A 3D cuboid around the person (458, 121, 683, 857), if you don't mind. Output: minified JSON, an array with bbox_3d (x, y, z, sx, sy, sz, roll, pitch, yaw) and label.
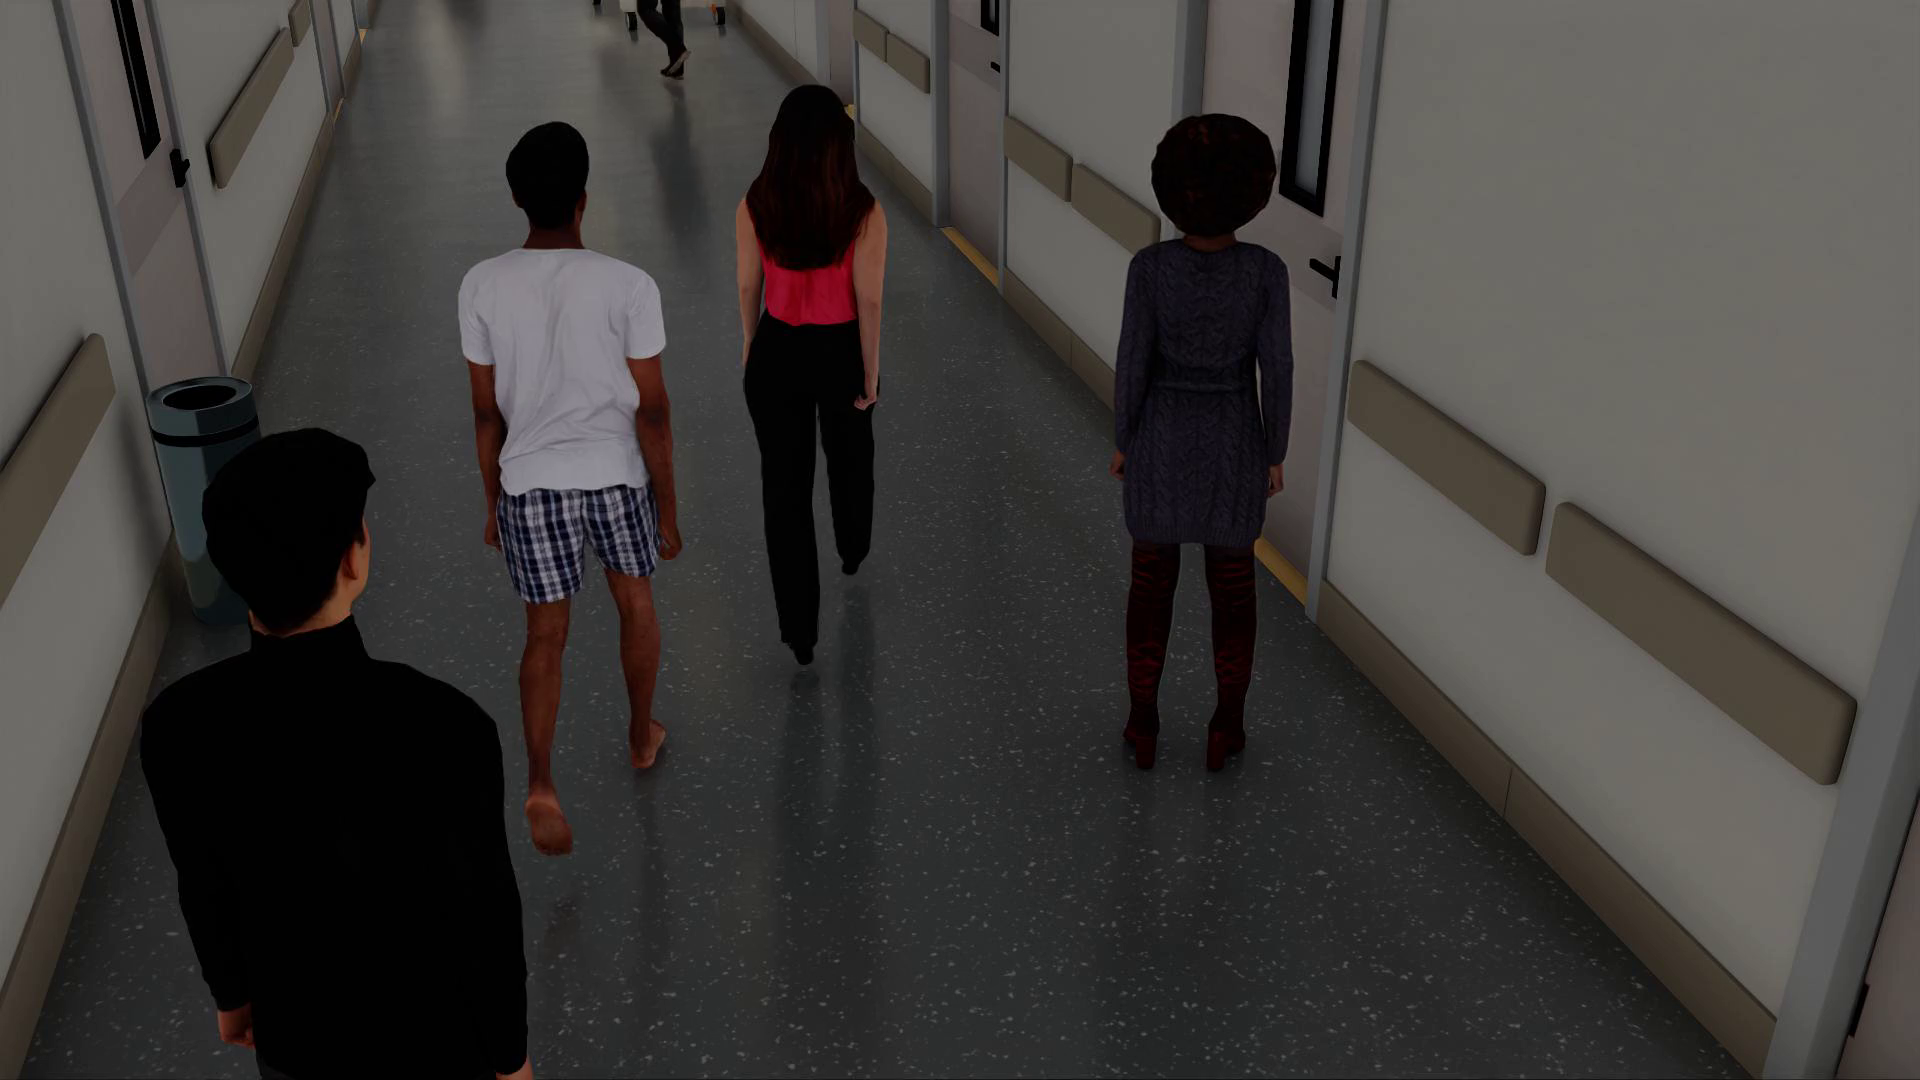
[{"bbox_3d":[-0.918,-0.069,3.920,1.000,1.705,0.837,-1,26,-2],"label":"person"}]

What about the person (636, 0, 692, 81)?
[{"bbox_3d":[-2.261,-4.485,12.975,0.892,1.793,0.826,23,34,39],"label":"person"}]

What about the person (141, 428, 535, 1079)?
[{"bbox_3d":[-0.852,0.691,2.342,1.078,1.706,0.922,1,26,2],"label":"person"}]

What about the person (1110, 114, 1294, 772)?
[{"bbox_3d":[0.596,-0.202,4.189,0.587,1.709,0.724,4,26,9],"label":"person"}]

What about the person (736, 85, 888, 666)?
[{"bbox_3d":[-0.432,-0.426,4.763,1.096,1.616,0.841,0,26,0],"label":"person"}]
